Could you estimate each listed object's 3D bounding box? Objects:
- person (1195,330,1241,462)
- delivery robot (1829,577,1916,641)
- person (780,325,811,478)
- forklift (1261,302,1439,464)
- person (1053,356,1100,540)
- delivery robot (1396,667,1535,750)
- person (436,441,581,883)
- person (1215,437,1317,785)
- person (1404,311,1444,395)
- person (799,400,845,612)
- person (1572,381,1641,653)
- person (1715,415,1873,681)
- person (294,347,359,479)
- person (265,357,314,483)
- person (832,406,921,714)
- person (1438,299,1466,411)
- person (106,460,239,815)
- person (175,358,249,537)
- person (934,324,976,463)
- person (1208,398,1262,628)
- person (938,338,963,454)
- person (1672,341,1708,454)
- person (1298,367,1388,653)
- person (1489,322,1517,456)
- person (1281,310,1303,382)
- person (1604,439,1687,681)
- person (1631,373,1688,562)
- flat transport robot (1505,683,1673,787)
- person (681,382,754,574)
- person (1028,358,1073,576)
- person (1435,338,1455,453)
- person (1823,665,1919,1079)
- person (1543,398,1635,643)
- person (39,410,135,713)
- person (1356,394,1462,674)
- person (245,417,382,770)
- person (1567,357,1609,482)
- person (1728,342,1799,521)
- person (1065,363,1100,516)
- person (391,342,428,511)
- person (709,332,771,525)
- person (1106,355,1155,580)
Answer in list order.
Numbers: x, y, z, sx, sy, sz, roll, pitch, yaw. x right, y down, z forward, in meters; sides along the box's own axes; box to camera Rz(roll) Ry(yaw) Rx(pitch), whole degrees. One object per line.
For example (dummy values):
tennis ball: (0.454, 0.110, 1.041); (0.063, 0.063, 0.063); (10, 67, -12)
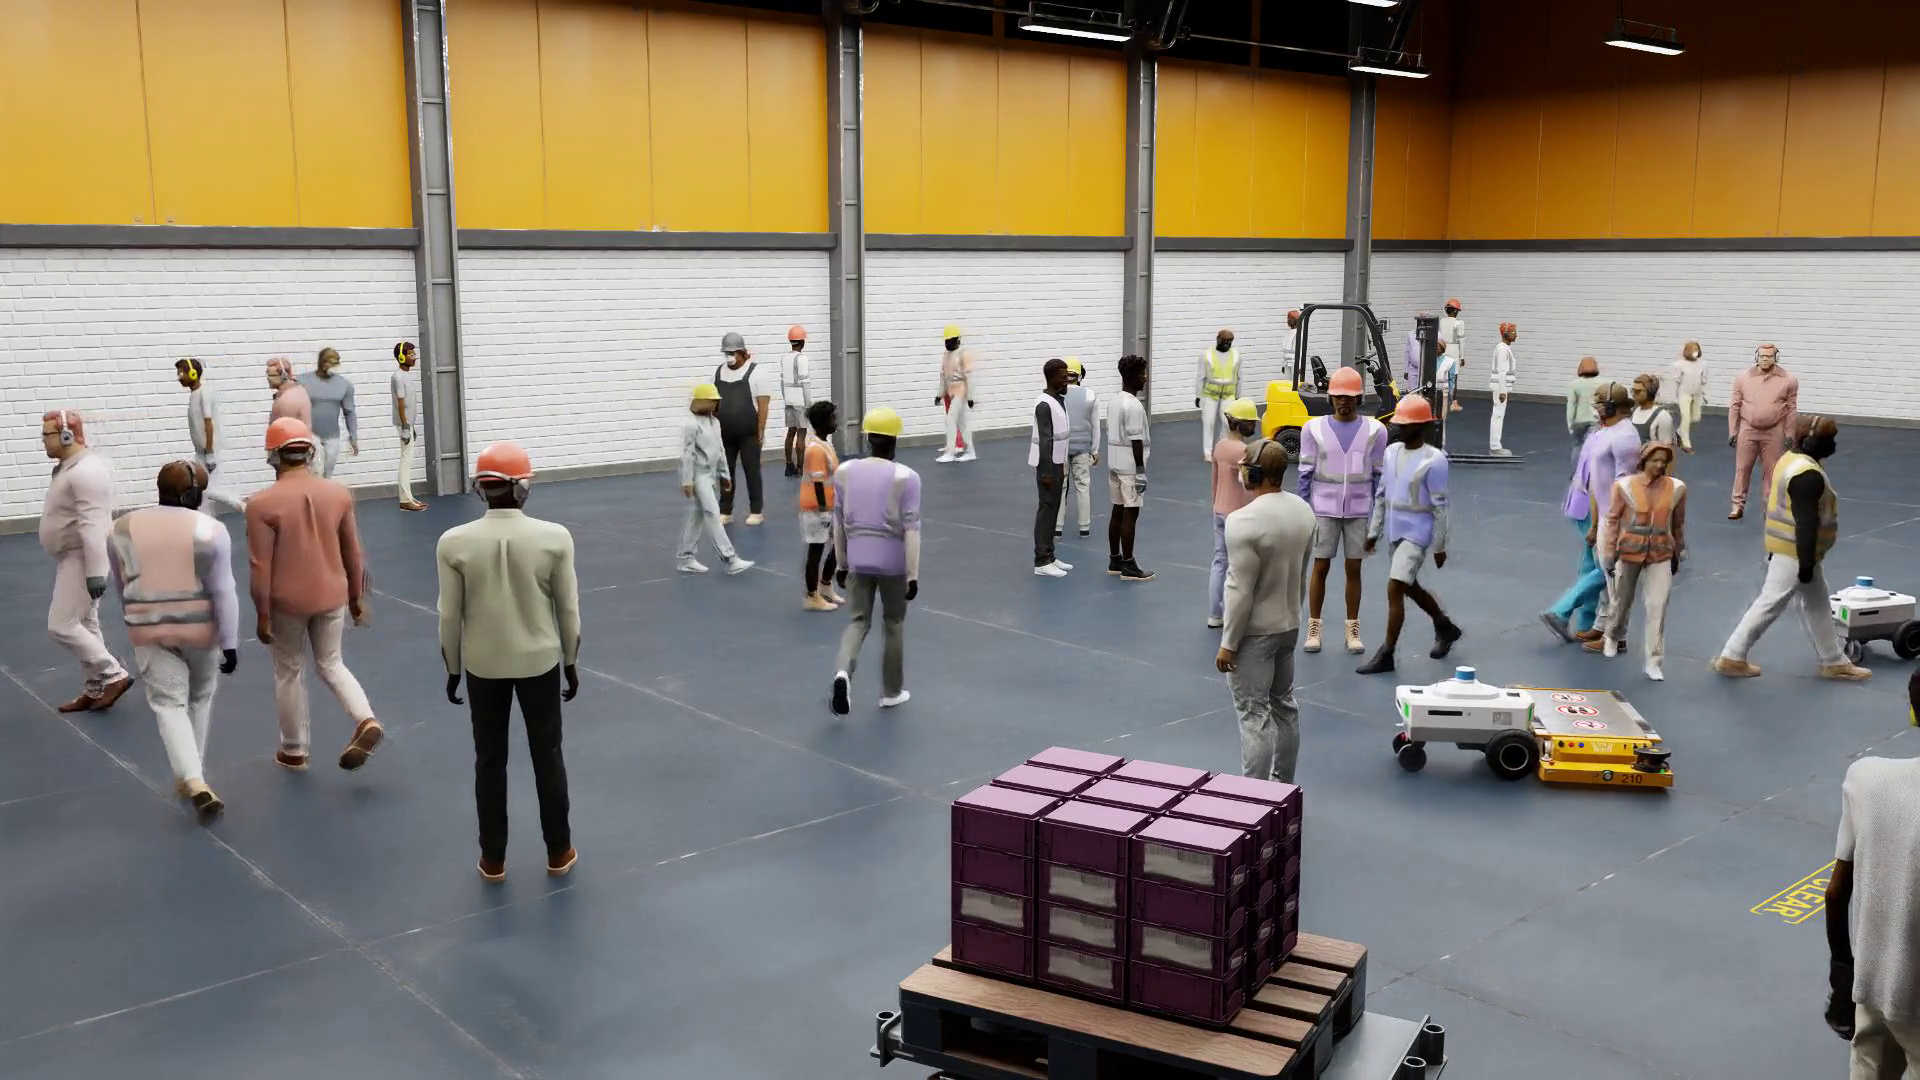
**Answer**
person: (3.515, -1.961, 22.706); (0.684, 1.817, 0.479); (-1, 10, -3)
delivery robot: (6.356, 0.502, 11.719); (0.707, 0.478, 0.477); (-4, 10, -20)
person: (-2.056, -1.763, 21.195); (0.349, 1.940, 0.551); (-8, 13, -39)
forklift: (5.320, -2.157, 22.763); (2.313, 2.155, 1.214); (3, 10, 16)
person: (1.089, -0.912, 16.531); (0.600, 1.830, 0.404); (-1, 10, -4)
delivery robot: (2.767, 0.941, 9.147); (0.707, 0.478, 0.477); (1, 10, 8)
person: (-2.022, 0.551, 7.503); (0.612, 1.991, 0.392); (-2, 10, -13)
person: (1.486, 0.457, 8.209); (0.372, 1.940, 0.631); (9, 13, 43)
person: (7.571, -2.785, 27.274); (0.641, 1.913, 0.407); (8, 12, 39)
person: (-1.041, -0.259, 13.119); (0.434, 1.684, 0.552); (1, 10, 5)
person: (4.627, -0.159, 11.829); (0.371, 1.935, 0.629); (2, 10, 11)
person: (5.540, 0.061, 10.994); (0.966, 1.787, 0.629); (3, 10, 18)
person: (-6.529, -1.027, 17.046); (0.655, 1.886, 0.667); (-8, 13, -39)
person: (-6.232, -0.760, 15.486); (0.442, 1.885, 0.673); (-2, 10, -12)
person: (-0.529, 0.138, 10.159); (0.593, 1.909, 0.716); (3, 10, 20)
person: (8.925, -3.359, 30.260); (0.381, 2.039, 0.606); (-9, 13, -42)
person: (-3.974, 0.496, 8.435); (0.613, 1.794, 0.822); (-3, 10, -19)
person: (-7.273, -0.859, 16.198); (0.641, 1.838, 0.559); (-9, 13, -42)
person: (-0.129, -1.993, 22.697); (0.818, 1.888, 0.587); (-4, 11, -24)
person: (2.075, -0.179, 12.441); (0.330, 1.765, 0.533); (-4, 10, -20)
person: (-0.115, -2.119, 23.785); (0.301, 1.772, 0.525); (-4, 11, -23)
person: (10.453, -2.062, 23.887); (0.508, 1.616, 0.612); (-2, 10, -9)
person: (2.702, -0.204, 11.776); (0.616, 2.040, 0.382); (1, 10, 7)
person: (7.667, -2.125, 23.492); (0.359, 1.882, 0.575); (3, 10, 18)
person: (5.742, -3.023, 28.747); (0.355, 1.883, 0.576); (-4, 10, -21)
person: (4.637, 0.095, 11.341); (0.525, 1.595, 0.832); (2, 10, 10)
person: (6.094, -0.578, 14.689); (0.943, 1.808, 0.522); (-2, 10, -14)
flat transport robot: (3.522, 1.081, 9.433); (0.652, 0.197, 1.431); (2, 10, 9)
person: (-2.151, -0.536, 14.675); (0.849, 1.701, 0.508); (3, 10, 19)
person: (0.804, -0.648, 14.738); (0.377, 1.917, 0.599); (2, 10, 14)
person: (6.834, -2.071, 23.886); (0.514, 1.639, 0.310); (3, 10, 16)
person: (2.396, 1.185, 4.164); (0.309, 1.864, 0.535); (-3, 10, -17)
person: (4.587, -0.148, 12.099); (0.513, 1.824, 0.561); (1, 10, 9)
person: (-5.415, 0.147, 10.175); (0.445, 1.884, 0.668); (-7, 12, -35)
person: (3.126, -0.054, 11.341); (0.953, 1.907, 0.538); (-4, 11, -24)
person: (-3.474, 0.318, 8.973); (0.803, 1.962, 0.634); (9, 13, 41)
person: (7.685, -1.444, 20.375); (0.500, 1.590, 0.869); (3, 10, 15)
person: (8.523, -1.146, 17.691); (0.652, 1.906, 0.403); (5, 11, 27)
person: (1.224, -1.066, 17.829); (0.531, 1.697, 0.320); (4, 10, 21)
person: (-6.124, -1.261, 18.467); (0.323, 1.871, 0.530); (-2, 10, -13)
person: (-2.333, -1.164, 17.401); (0.701, 2.000, 0.537); (3, 10, 16)
person: (1.479, -0.635, 14.521); (0.367, 1.966, 0.605); (-3, 10, -17)
